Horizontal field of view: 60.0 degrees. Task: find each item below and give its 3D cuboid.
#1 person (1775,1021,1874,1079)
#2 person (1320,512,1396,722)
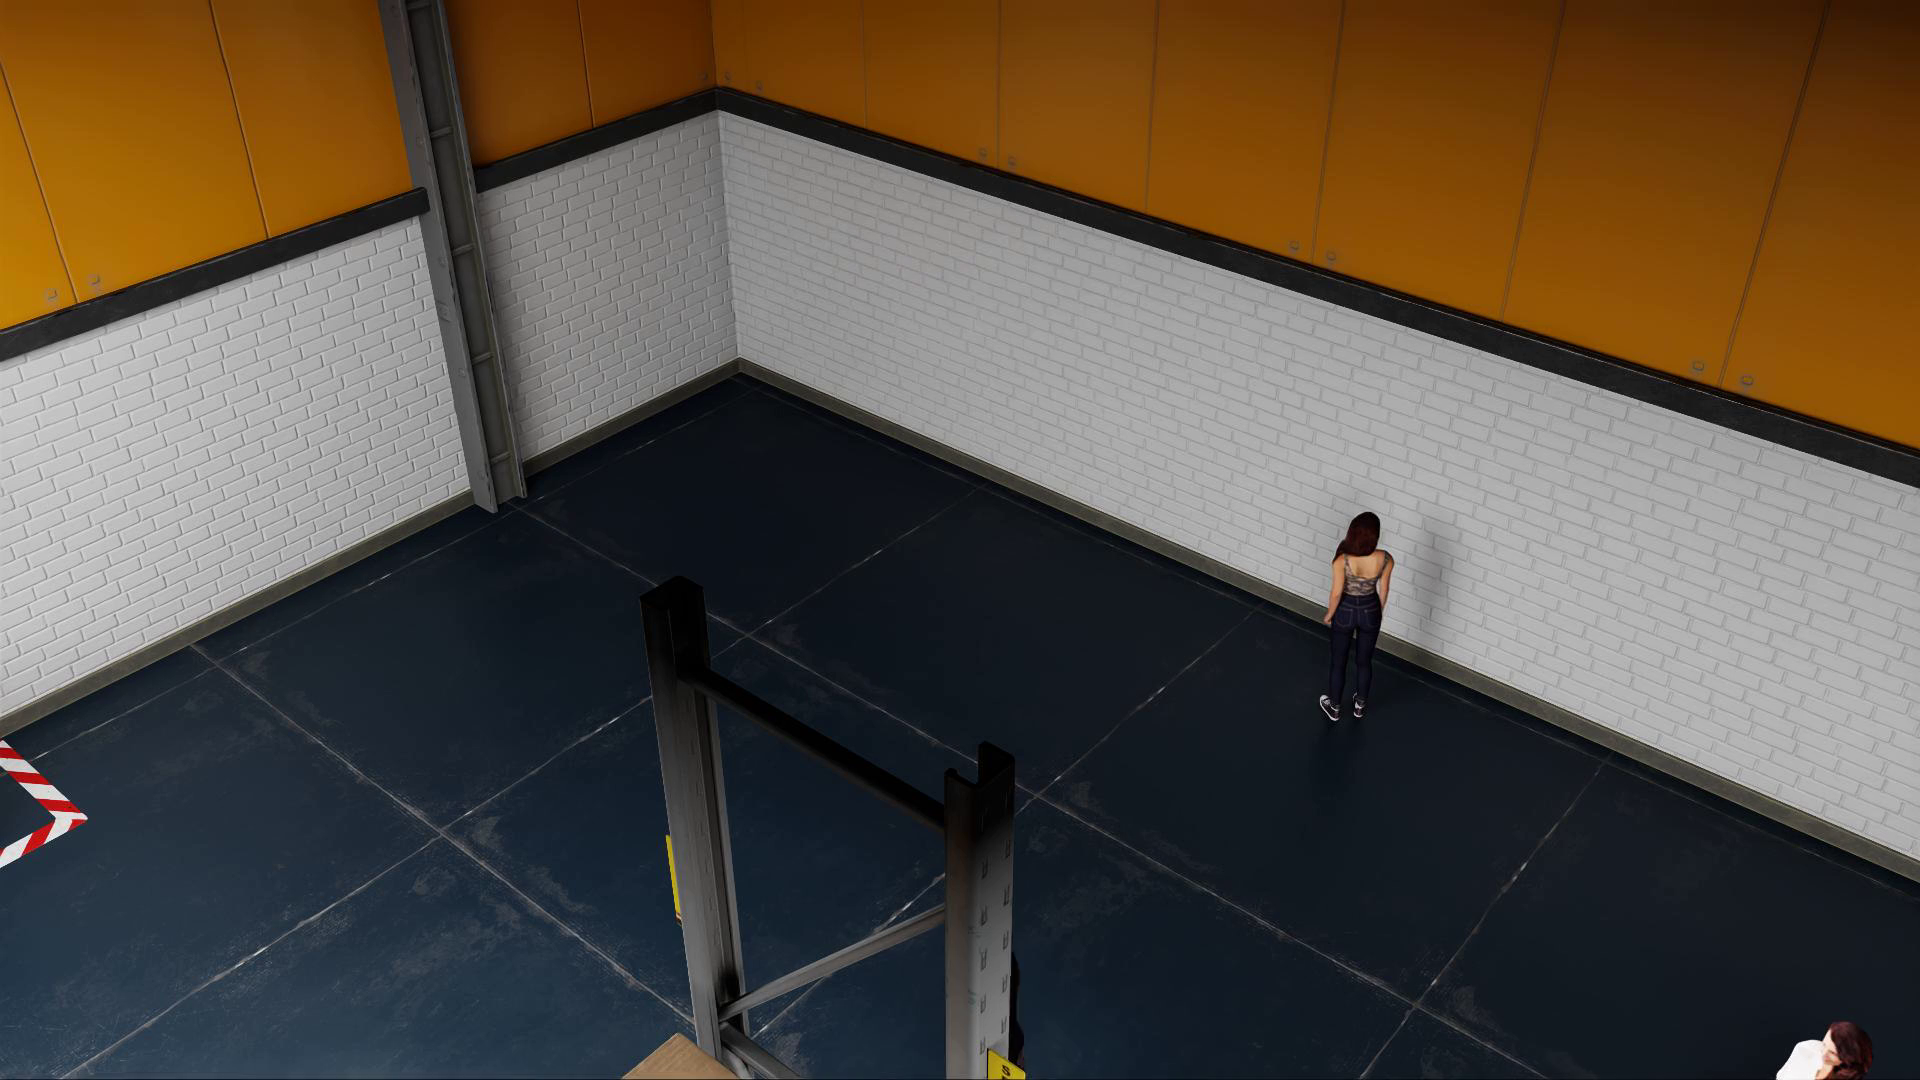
[{"bbox_3d":[4.324,3.078,8.542,0.687,1.793,0.675,-11,35,-16],"label":"person"},{"bbox_3d":[2.942,0.574,12.330,0.689,1.770,0.742,-1,34,-2],"label":"person"}]
